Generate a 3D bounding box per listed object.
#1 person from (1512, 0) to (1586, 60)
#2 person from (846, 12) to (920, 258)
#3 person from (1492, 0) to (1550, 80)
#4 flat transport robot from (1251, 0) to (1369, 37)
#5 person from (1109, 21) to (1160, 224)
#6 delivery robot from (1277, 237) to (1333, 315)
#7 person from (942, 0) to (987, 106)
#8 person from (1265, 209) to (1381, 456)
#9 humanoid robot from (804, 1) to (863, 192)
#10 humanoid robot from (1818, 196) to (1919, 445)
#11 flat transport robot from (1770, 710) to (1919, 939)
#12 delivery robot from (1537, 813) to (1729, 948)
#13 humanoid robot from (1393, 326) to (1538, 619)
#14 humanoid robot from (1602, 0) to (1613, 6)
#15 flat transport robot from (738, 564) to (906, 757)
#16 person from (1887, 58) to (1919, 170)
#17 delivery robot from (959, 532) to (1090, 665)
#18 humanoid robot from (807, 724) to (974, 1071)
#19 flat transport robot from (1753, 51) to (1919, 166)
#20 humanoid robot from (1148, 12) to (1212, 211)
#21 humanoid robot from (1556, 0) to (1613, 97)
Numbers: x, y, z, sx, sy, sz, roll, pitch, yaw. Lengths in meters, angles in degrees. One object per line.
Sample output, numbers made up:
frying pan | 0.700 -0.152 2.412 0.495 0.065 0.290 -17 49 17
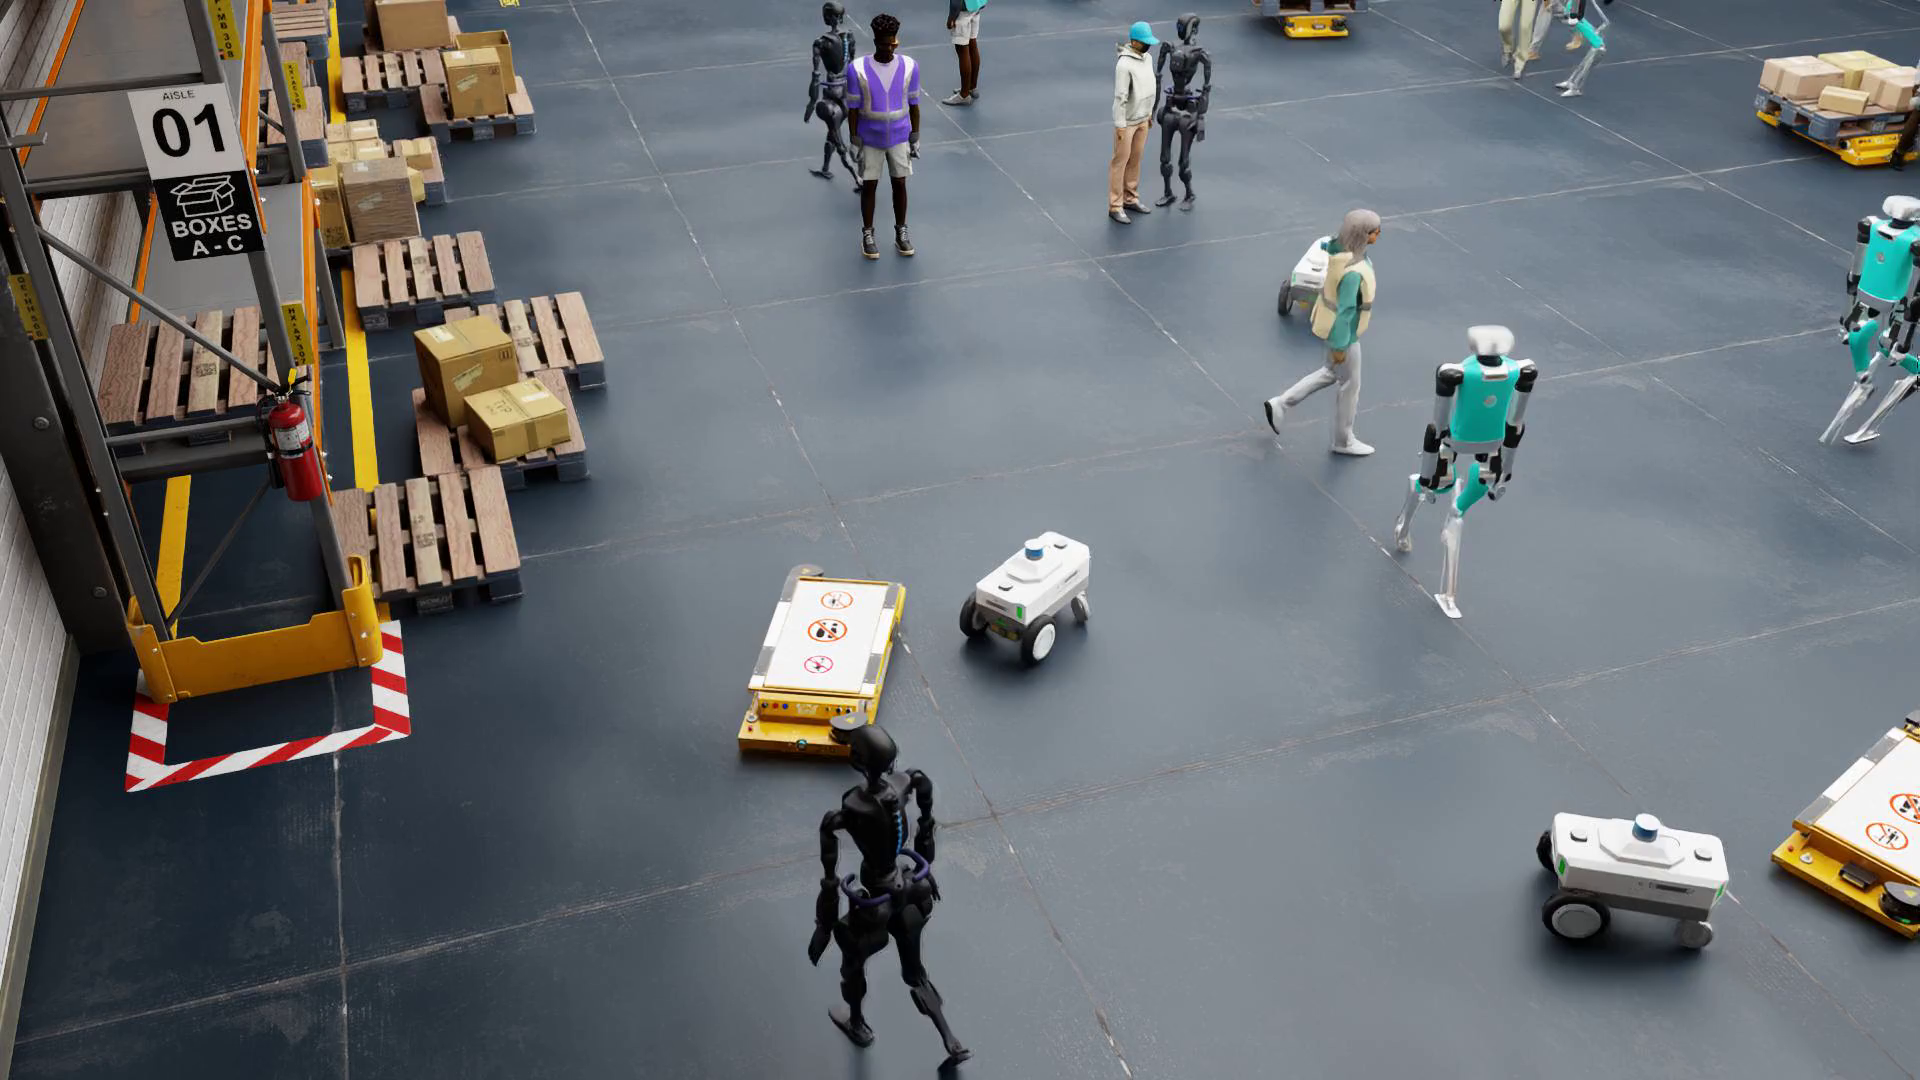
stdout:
person | 6.456 -6.010 17.655 0.824 1.827 0.504 -7 34 -10
person | -0.597 -3.210 13.239 0.602 1.958 0.375 -8 34 -12
person | 5.803 -5.685 17.169 0.610 1.807 0.457 13 35 19
flat transport robot | 3.956 -6.086 19.193 0.659 0.231 1.431 -3 33 -5
person | 1.455 -3.509 13.954 0.384 1.673 0.459 25 41 33
delivery robot | 2.757 -1.990 12.666 0.499 0.613 0.796 15 36 21
person | 0.054 -5.272 16.416 0.418 1.941 0.551 12 35 18
person | 2.374 -1.314 10.567 0.654 1.688 0.477 2 33 3
humanoid robot | -1.088 -3.883 14.583 0.788 1.644 0.586 22 39 30
humanoid robot | 5.957 -1.348 10.593 0.757 1.799 0.540 -13 35 -19
flat transport robot | 4.503 1.309 7.850 1.431 0.231 0.659 -25 41 -33
delivery robot | 2.963 1.464 7.349 0.795 0.592 0.499 7 34 11
humanoid robot | 2.730 -0.522 9.336 0.538 1.769 0.951 -3 33 -5
humanoid robot | 7.674 -7.137 19.505 0.538 1.777 1.023 7 34 10
flat transport robot | -0.712 0.622 8.905 0.659 0.231 1.431 4 33 5
person | 8.719 -4.062 14.628 0.606 1.878 0.784 17 37 25
delivery robot | 0.390 0.297 9.156 0.521 0.611 0.782 23 39 31
humanoid robot | -0.271 1.424 6.406 0.610 1.637 0.675 -26 41 -34
flat transport robot | 8.358 -3.918 15.867 0.659 0.231 1.431 -8 34 -13
humanoid robot | 1.868 -3.658 14.170 0.586 1.649 0.344 23 40 31
humanoid robot | 6.301 -5.345 16.687 0.722 1.754 0.530 6 34 9
